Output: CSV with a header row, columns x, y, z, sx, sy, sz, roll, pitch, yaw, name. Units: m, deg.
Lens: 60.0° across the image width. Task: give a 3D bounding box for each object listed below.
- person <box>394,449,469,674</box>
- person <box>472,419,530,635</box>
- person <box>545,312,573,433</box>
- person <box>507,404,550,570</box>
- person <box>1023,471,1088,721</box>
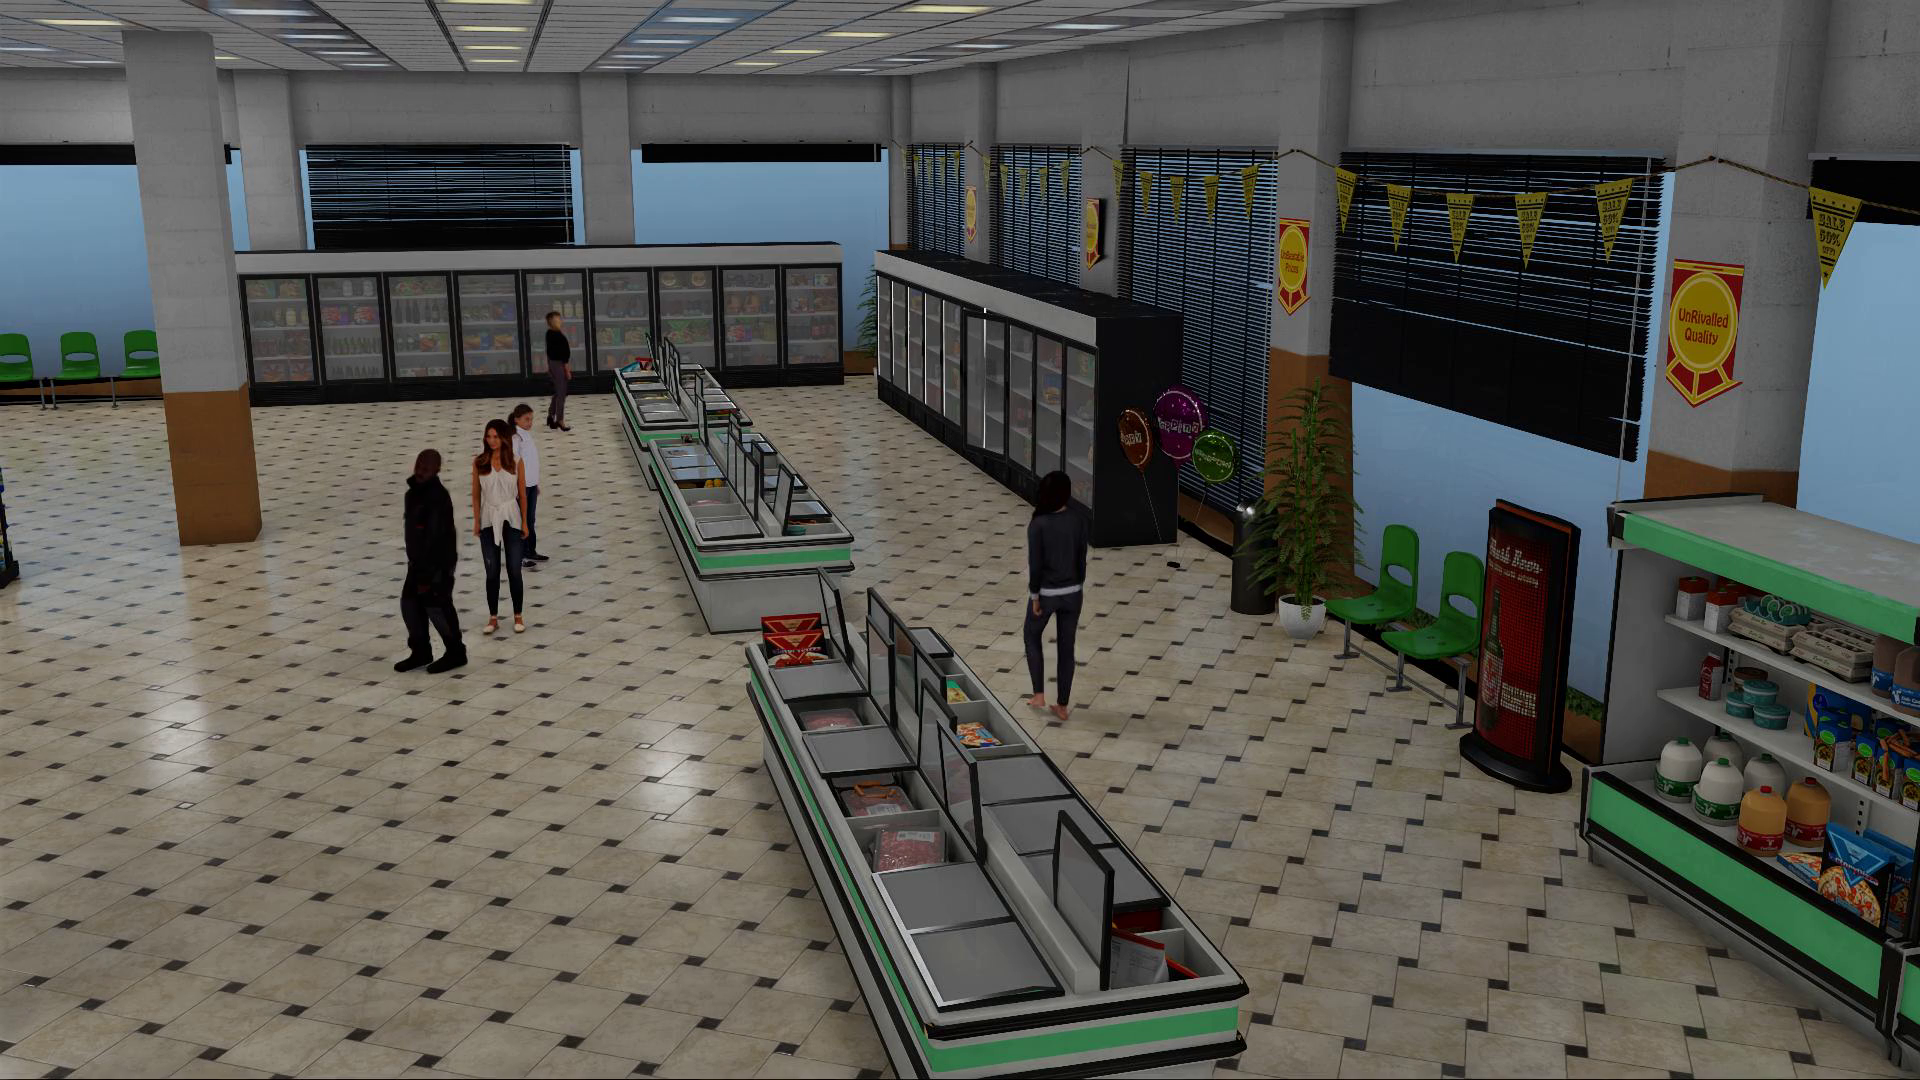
x,y,z,sx,sy,sz,roll,pitch,yaw,name
-3.952,0.150,12.611,0.979,1.773,0.896,-8,16,-29,person
-3.778,-0.121,13.705,0.616,1.783,0.552,-2,14,-8,person
-5.623,-2.318,23.007,0.742,1.667,0.632,-10,17,-35,person
-4.164,-0.526,15.854,0.679,1.558,0.586,3,14,13,person
0.706,0.404,11.602,0.615,1.754,0.631,-3,14,-13,person
